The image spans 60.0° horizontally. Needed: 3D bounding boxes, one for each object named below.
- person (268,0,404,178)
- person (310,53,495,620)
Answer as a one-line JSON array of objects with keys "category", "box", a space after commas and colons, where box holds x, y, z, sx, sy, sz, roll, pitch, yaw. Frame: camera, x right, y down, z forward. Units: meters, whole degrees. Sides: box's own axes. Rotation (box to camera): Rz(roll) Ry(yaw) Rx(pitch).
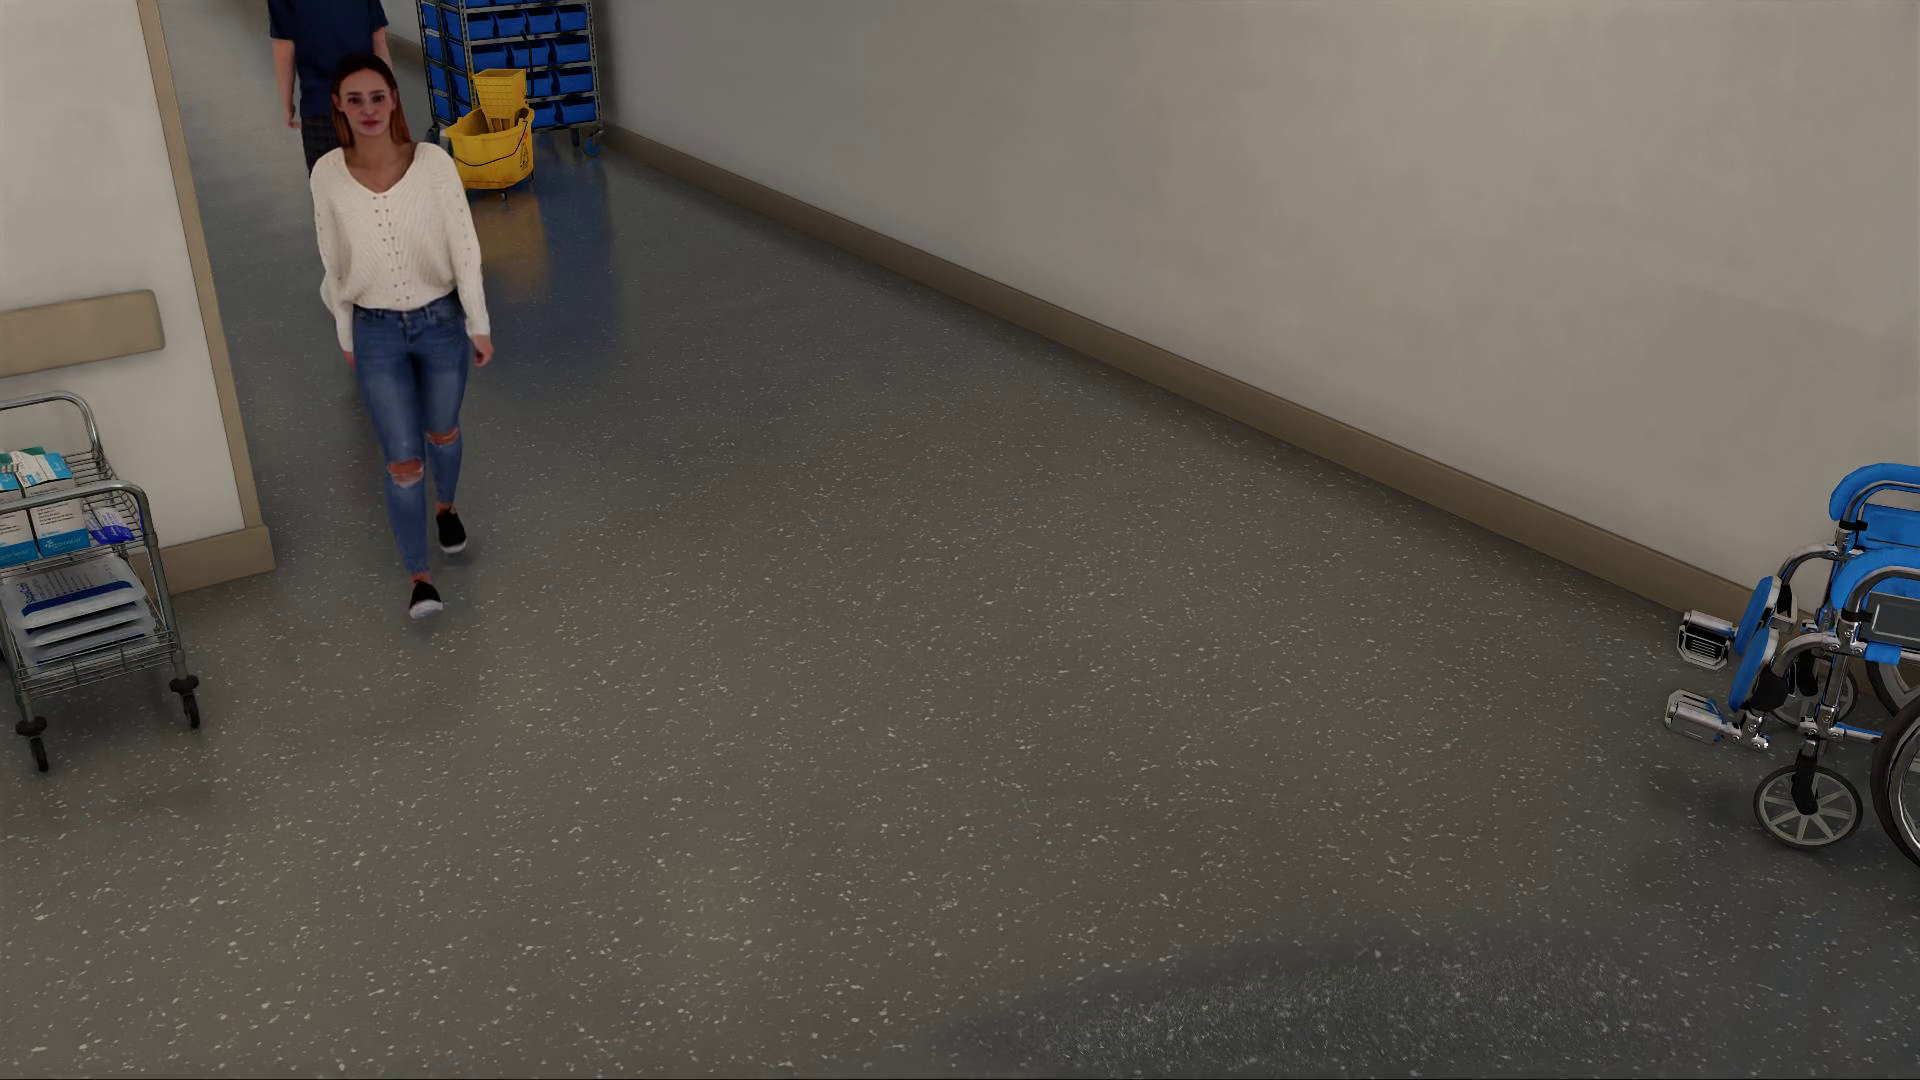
[{"category": "person", "box": [-2.894, -2.004, 7.765, 0.753, 1.848, 0.806, -12, 28, -23]}, {"category": "person", "box": [-1.701, -0.635, 5.166, 1.121, 1.639, 0.907, -8, 27, -16]}]
